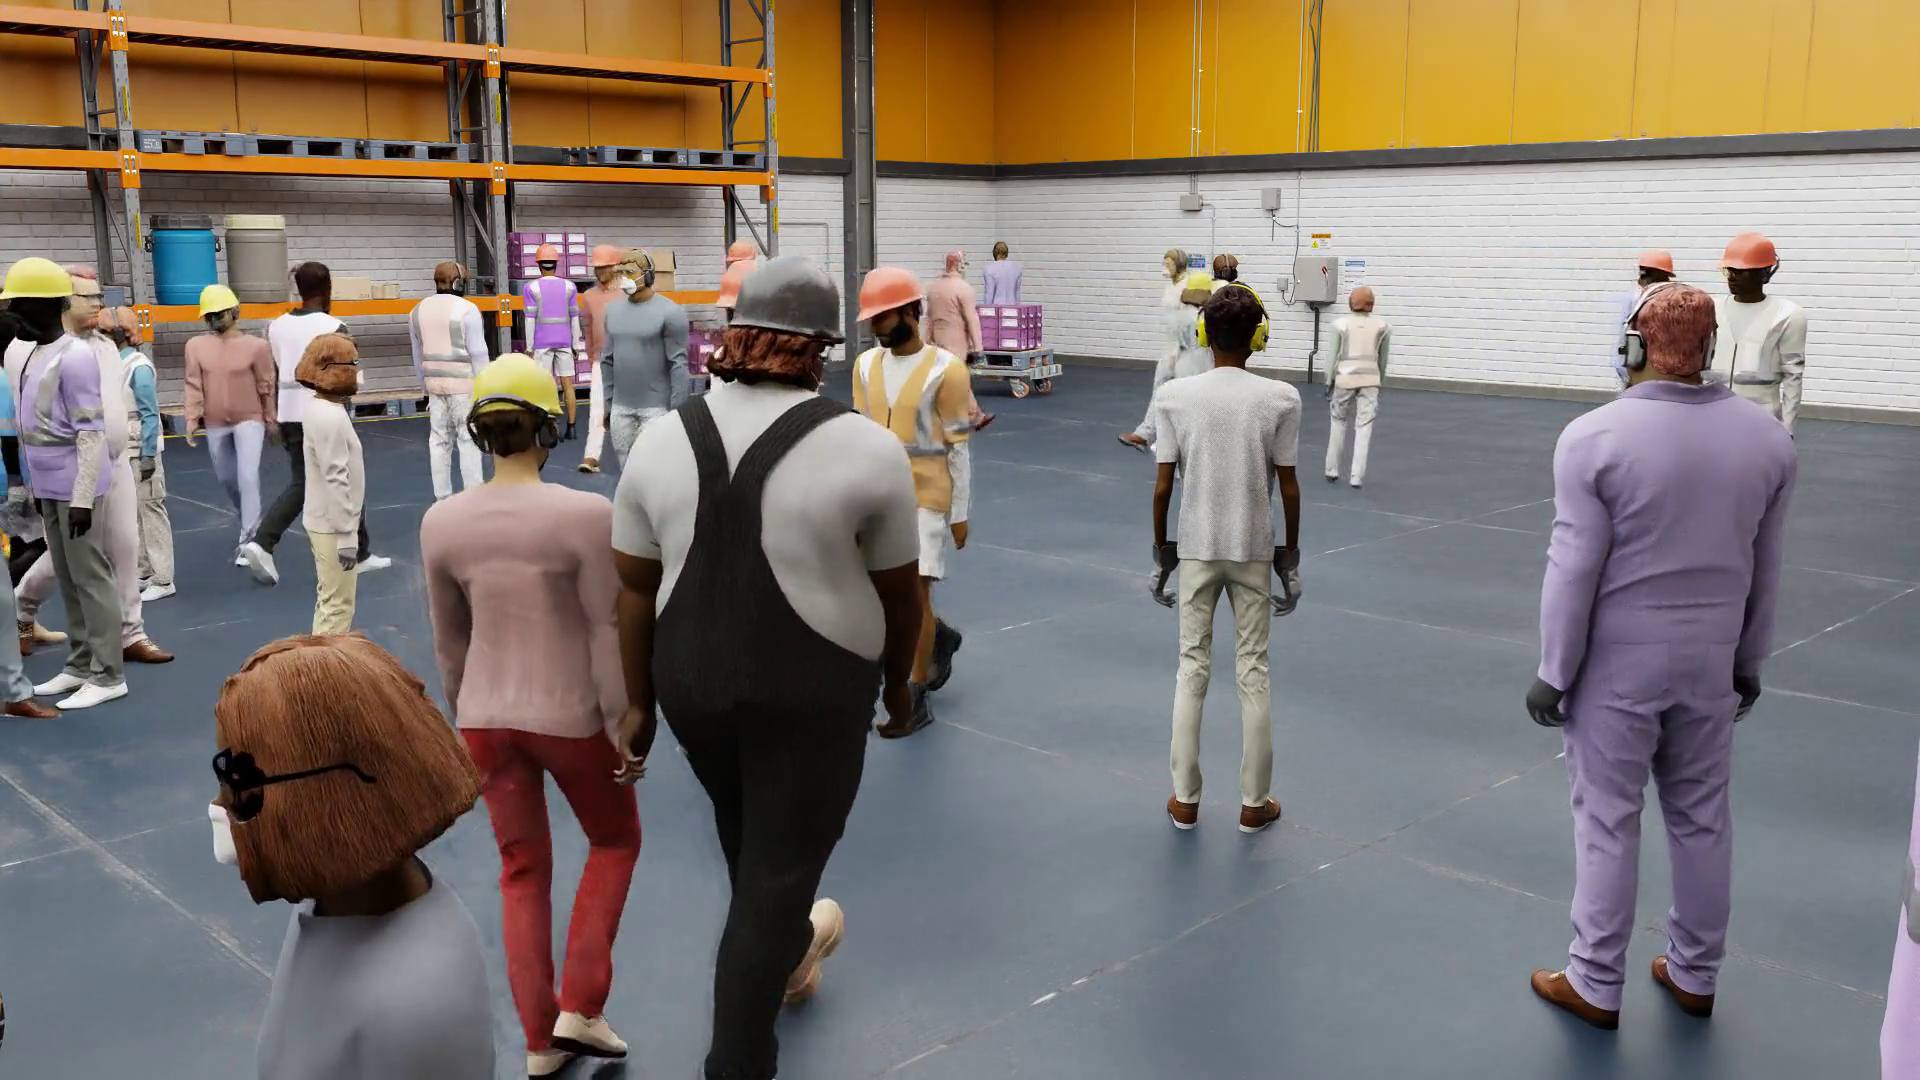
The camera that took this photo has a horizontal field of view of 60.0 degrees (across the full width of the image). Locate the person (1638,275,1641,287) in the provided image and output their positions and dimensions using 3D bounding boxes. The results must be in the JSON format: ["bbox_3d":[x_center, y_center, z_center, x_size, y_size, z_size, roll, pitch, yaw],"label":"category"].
[{"bbox_3d":[5.844,-1.426,14.022,0.993,1.789,0.560,-6,12,-29],"label":"person"}]

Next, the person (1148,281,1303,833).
[{"bbox_3d":[0.901,0.067,5.646,0.526,1.871,0.324,2,11,12],"label":"person"}]

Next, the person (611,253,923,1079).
[{"bbox_3d":[-0.397,0.300,3.910,0.691,2.000,1.049,4,11,22],"label":"person"}]

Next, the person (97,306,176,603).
[{"bbox_3d":[-4.585,-0.474,9.230,0.513,1.637,0.313,10,14,43],"label":"person"}]

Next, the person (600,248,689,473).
[{"bbox_3d":[-1.952,-0.813,10.257,0.627,1.941,0.371,5,12,26],"label":"person"}]

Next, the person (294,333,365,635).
[{"bbox_3d":[-2.544,-0.028,6.809,0.267,1.632,0.507,-5,11,-25],"label":"person"}]

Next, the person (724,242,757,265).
[{"bbox_3d":[-2.196,-1.942,16.366,1.007,1.943,0.631,-7,12,-33],"label":"person"}]

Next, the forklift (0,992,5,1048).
[{"bbox_3d":[-3.245,0.323,3.363,2.313,2.155,1.214,2,11,13],"label":"forklift"}]

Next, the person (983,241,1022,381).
[{"bbox_3d":[0.575,-3.173,23.127,0.629,1.940,0.376,-8,13,-36],"label":"person"}]

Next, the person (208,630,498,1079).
[{"bbox_3d":[-0.648,0.899,1.794,0.398,1.622,0.503,-7,13,-35],"label":"person"}]

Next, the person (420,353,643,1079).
[{"bbox_3d":[-1.003,0.432,3.975,0.546,1.739,0.398,2,11,13],"label":"person"}]

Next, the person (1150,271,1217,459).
[{"bbox_3d":[1.890,-1.362,13.801,0.453,1.728,0.502,-1,10,-8],"label":"person"}]

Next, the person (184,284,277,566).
[{"bbox_3d":[-4.561,-0.750,10.490,0.519,1.731,0.856,-1,10,-3],"label":"person"}]

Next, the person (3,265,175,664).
[{"bbox_3d":[-4.143,-0.337,7.785,0.723,1.887,0.651,3,11,16],"label":"person"}]

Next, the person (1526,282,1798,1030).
[{"bbox_3d":[1.760,0.300,4.275,0.652,1.906,0.402,-2,11,-11],"label":"person"}]

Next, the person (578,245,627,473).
[{"bbox_3d":[-2.999,-1.569,14.394,0.609,1.943,1.014,2,11,11],"label":"person"}]

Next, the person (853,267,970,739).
[{"bbox_3d":[-0.173,-0.183,6.946,0.555,1.904,0.750,7,13,34],"label":"person"}]

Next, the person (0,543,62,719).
[{"bbox_3d":[-4.220,-0.028,6.894,0.773,1.611,0.501,3,11,14],"label":"person"}]

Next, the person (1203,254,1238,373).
[{"bbox_3d":[2.572,-1.860,16.234,0.429,1.844,0.627,-3,11,-18],"label":"person"}]

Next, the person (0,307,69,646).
[{"bbox_3d":[-4.567,-0.280,8.029,0.380,1.681,0.546,-7,12,-32],"label":"person"}]

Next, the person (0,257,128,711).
[{"bbox_3d":[-3.851,-0.236,7.139,0.374,1.928,0.584,-10,14,-43],"label":"person"}]

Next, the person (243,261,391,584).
[{"bbox_3d":[-3.819,-0.686,9.736,0.601,1.878,0.871,5,12,26],"label":"person"}]

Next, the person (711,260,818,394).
[{"bbox_3d":[-0.938,-0.235,7.180,0.578,1.903,0.847,8,13,37],"label":"person"}]

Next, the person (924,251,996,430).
[{"bbox_3d":[0.017,-1.987,16.861,0.994,1.855,0.671,-7,12,-33],"label":"person"}]

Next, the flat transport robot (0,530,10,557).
[{"bbox_3d":[-6.170,-0.100,10.916,0.652,0.197,1.431,-10,15,-44],"label":"flat transport robot"}]

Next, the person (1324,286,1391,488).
[{"bbox_3d":[3.216,-1.251,13.541,0.522,1.605,0.760,1,10,6],"label":"person"}]

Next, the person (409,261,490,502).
[{"bbox_3d":[-3.614,-1.072,11.943,0.621,1.841,0.429,4,11,23],"label":"person"}]

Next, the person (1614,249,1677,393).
[{"bbox_3d":[5.562,-1.400,13.554,0.425,1.907,0.550,2,11,12],"label":"person"}]

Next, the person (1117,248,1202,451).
[{"bbox_3d":[1.962,-1.734,15.391,0.979,1.890,0.645,-3,11,-18],"label":"person"}]

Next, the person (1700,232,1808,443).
[{"bbox_3d":[4.279,-0.661,9.153,0.608,2.039,0.395,10,14,42],"label":"person"}]

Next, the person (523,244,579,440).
[{"bbox_3d":[-4.035,-1.940,16.413,0.551,1.933,0.371,-6,12,-31],"label":"person"}]
